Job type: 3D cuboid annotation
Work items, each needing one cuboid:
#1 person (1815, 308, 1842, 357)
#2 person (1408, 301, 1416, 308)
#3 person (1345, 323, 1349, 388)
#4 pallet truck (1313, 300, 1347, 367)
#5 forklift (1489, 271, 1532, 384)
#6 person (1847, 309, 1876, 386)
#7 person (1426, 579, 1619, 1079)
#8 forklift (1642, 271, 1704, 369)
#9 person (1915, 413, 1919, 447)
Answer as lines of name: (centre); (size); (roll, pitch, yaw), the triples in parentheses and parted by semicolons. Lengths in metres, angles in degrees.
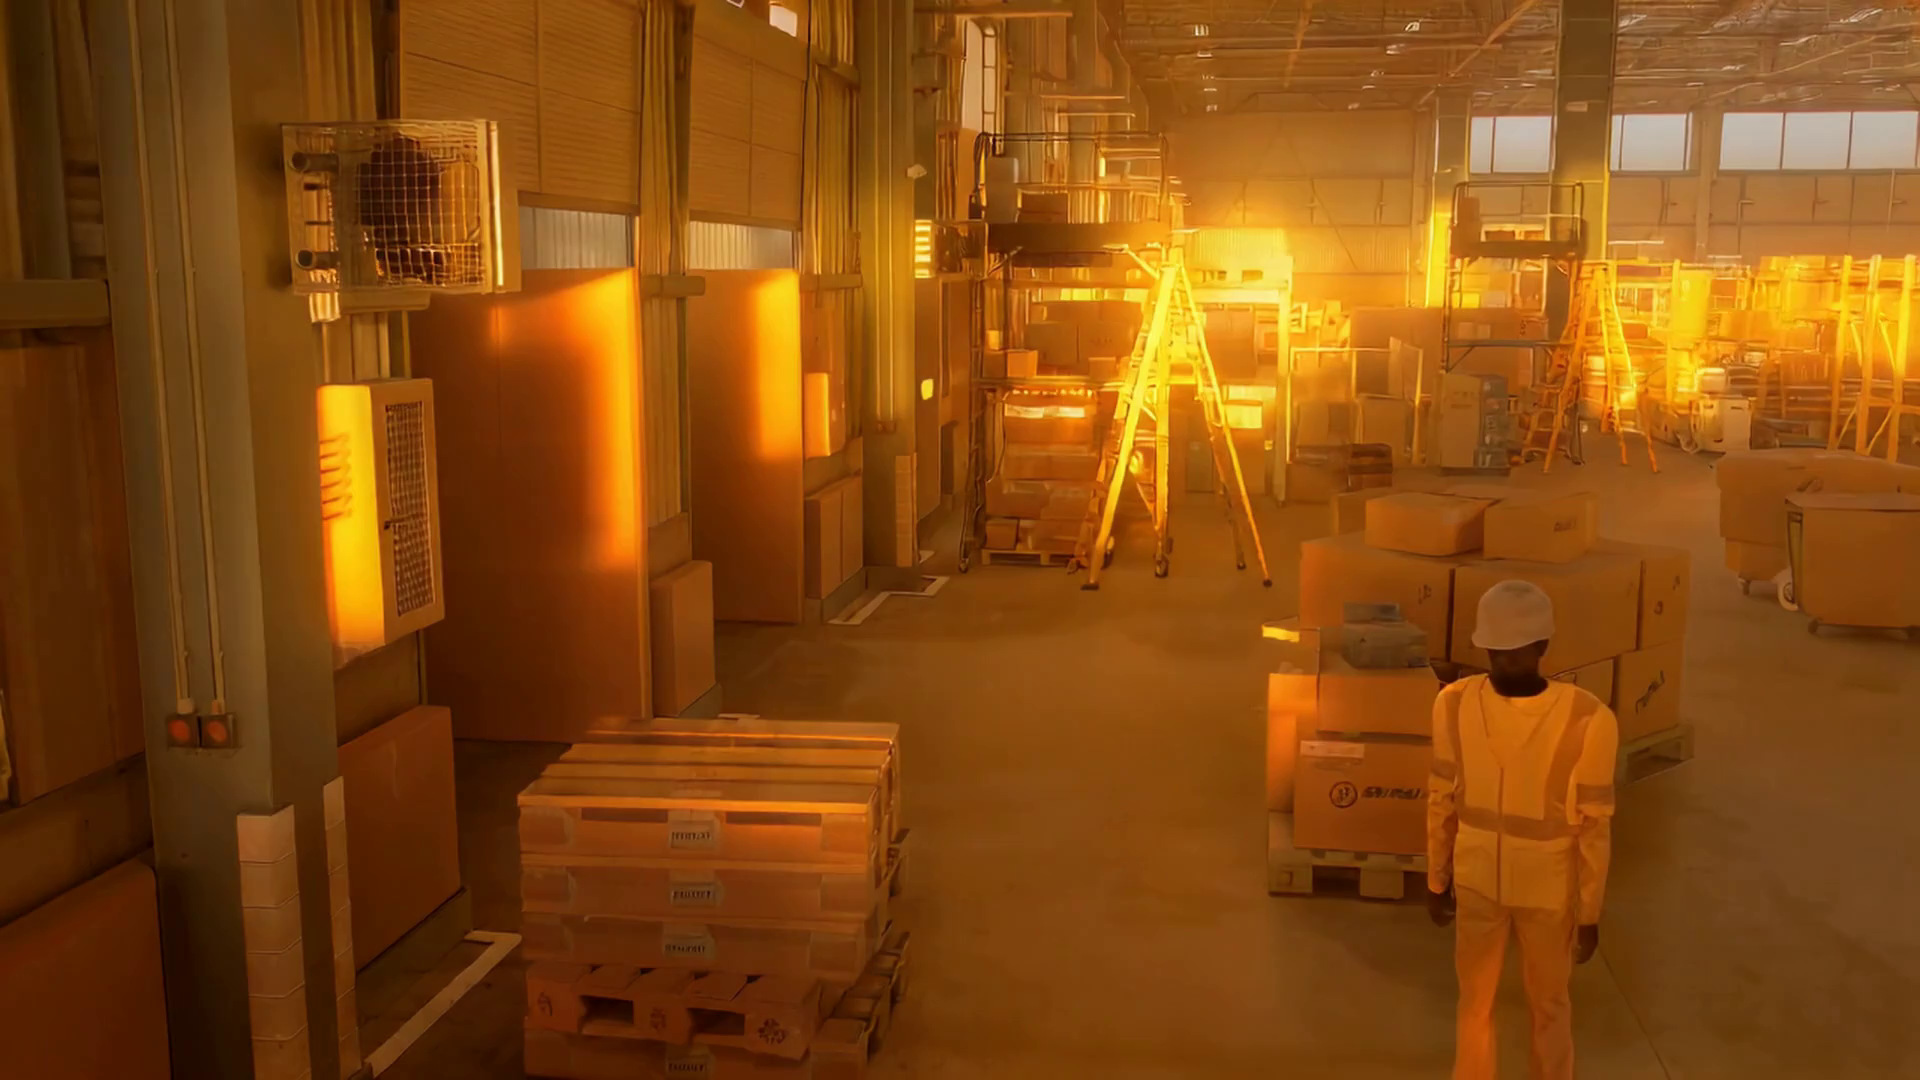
person: (21.723, -4.844, 41.586); (0.629, 1.922, 0.509); (4, 10, 23)
person: (14.396, -6.709, 53.209); (0.653, 1.888, 0.946); (7, 11, 36)
person: (9.468, -4.573, 39.872); (0.545, 1.938, 0.362); (-6, 11, -34)
pallet truck: (11.159, -6.200, 49.718); (0.823, 1.965, 1.885); (4, 10, 26)
forklift: (13.422, -5.322, 41.591); (1.873, 2.768, 1.129); (1, 9, 9)
person: (22.286, -4.752, 41.138); (0.565, 1.883, 0.984); (2, 9, 12)
person: (1.711, 1.064, 5.176); (0.587, 1.918, 0.398); (8, 12, 39)
forklift: (20.583, -6.250, 47.310); (1.873, 2.768, 1.129); (-3, 10, -19)
person: (15.634, -2.348, 26.764); (0.319, 1.739, 0.485); (9, 13, 43)
